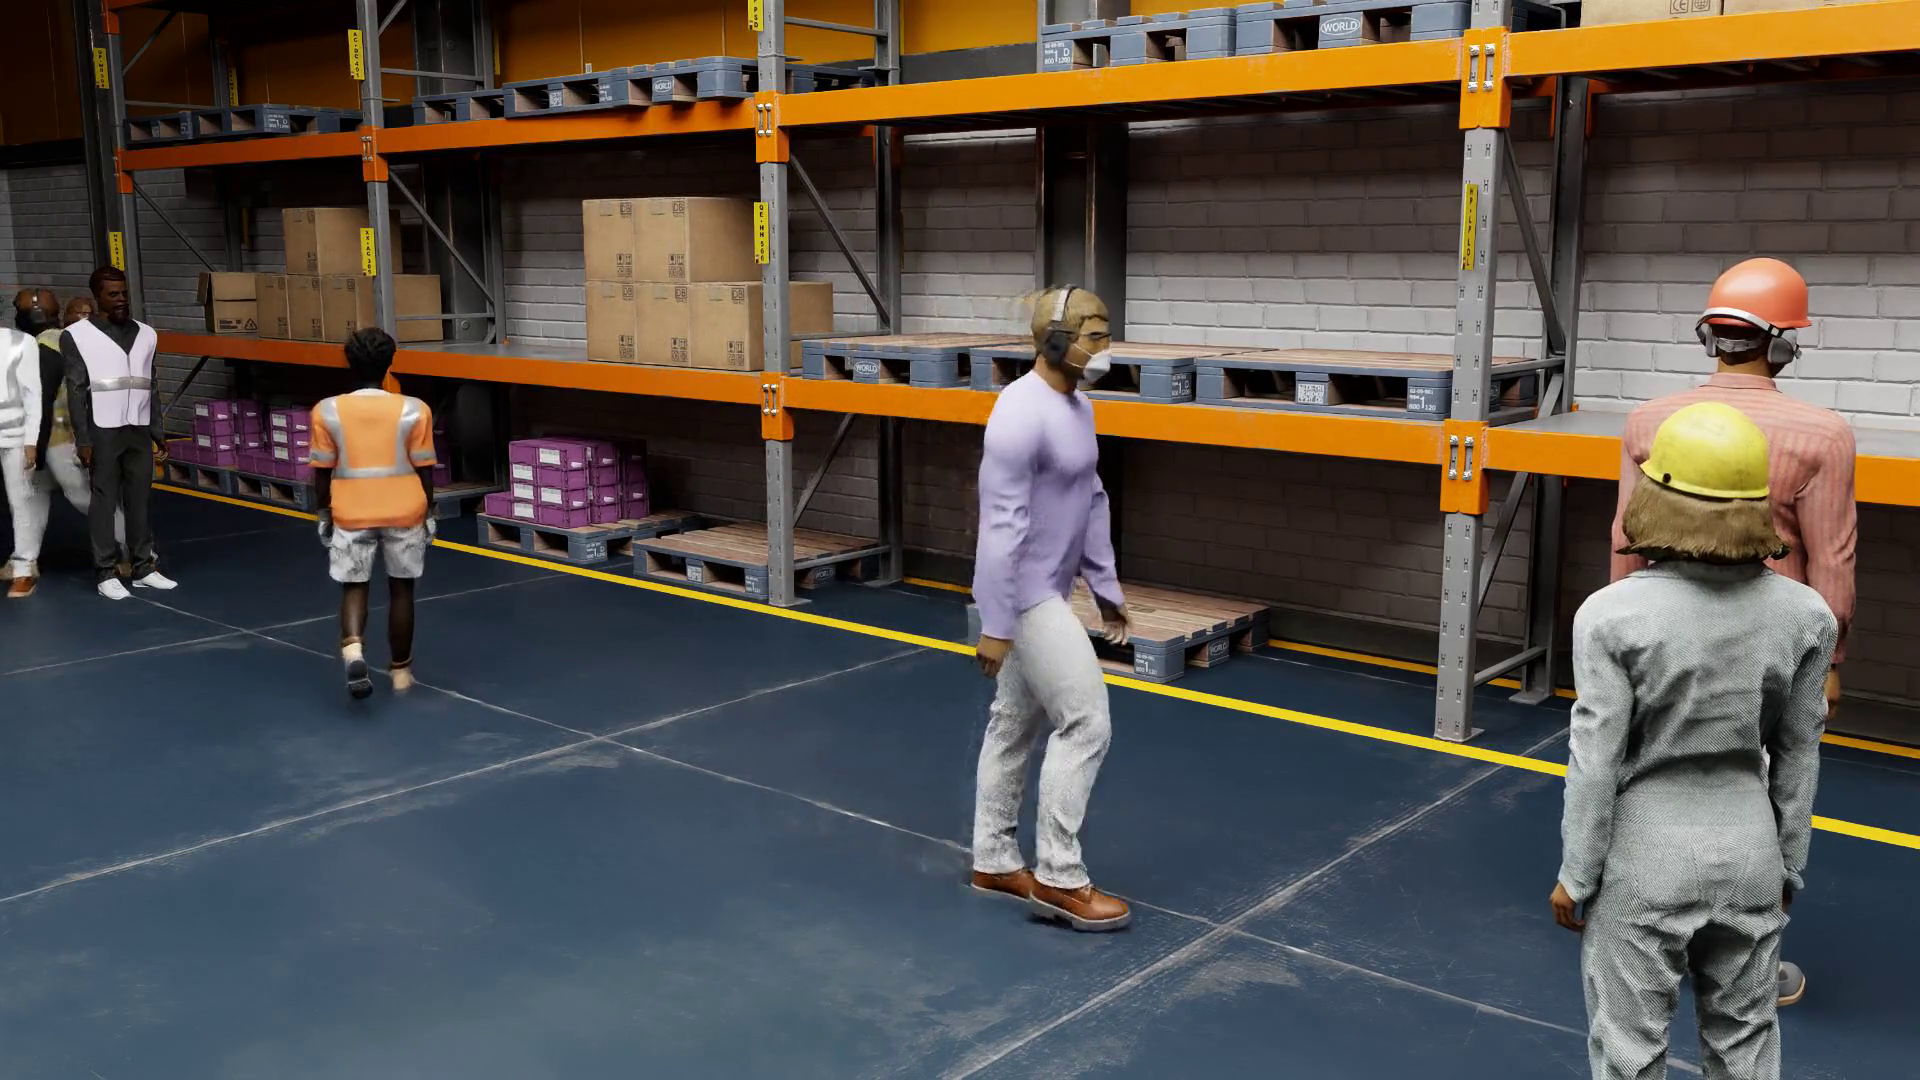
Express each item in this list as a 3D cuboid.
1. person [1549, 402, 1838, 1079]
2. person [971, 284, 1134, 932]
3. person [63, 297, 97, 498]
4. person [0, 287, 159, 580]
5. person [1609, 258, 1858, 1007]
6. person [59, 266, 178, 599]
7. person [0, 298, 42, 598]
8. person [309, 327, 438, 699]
[{"bbox_3d":[1.355,0.612,3.138,0.487,1.746,0.289,-1,10,-5],"label":"person"},{"bbox_3d":[0.326,0.203,4.984,0.692,1.913,0.627,3,10,14],"label":"person"},{"bbox_3d":[-7.116,-1.154,13.523,0.331,1.625,0.550,9,13,41],"label":"person"},{"bbox_3d":[-5.452,-0.639,10.136,0.972,1.795,0.624,-4,11,-20],"label":"person"},{"bbox_3d":[2.044,0.260,4.431,0.381,1.994,0.619,-10,14,-44],"label":"person"},{"bbox_3d":[-4.913,-0.629,9.713,0.392,1.919,0.592,5,11,25],"label":"person"},{"bbox_3d":[-5.474,-0.533,9.371,0.570,1.848,0.878,-3,10,-16],"label":"person"},{"bbox_3d":[-2.582,-0.097,7.358,0.538,1.679,0.574,-2,10,-12],"label":"person"}]
